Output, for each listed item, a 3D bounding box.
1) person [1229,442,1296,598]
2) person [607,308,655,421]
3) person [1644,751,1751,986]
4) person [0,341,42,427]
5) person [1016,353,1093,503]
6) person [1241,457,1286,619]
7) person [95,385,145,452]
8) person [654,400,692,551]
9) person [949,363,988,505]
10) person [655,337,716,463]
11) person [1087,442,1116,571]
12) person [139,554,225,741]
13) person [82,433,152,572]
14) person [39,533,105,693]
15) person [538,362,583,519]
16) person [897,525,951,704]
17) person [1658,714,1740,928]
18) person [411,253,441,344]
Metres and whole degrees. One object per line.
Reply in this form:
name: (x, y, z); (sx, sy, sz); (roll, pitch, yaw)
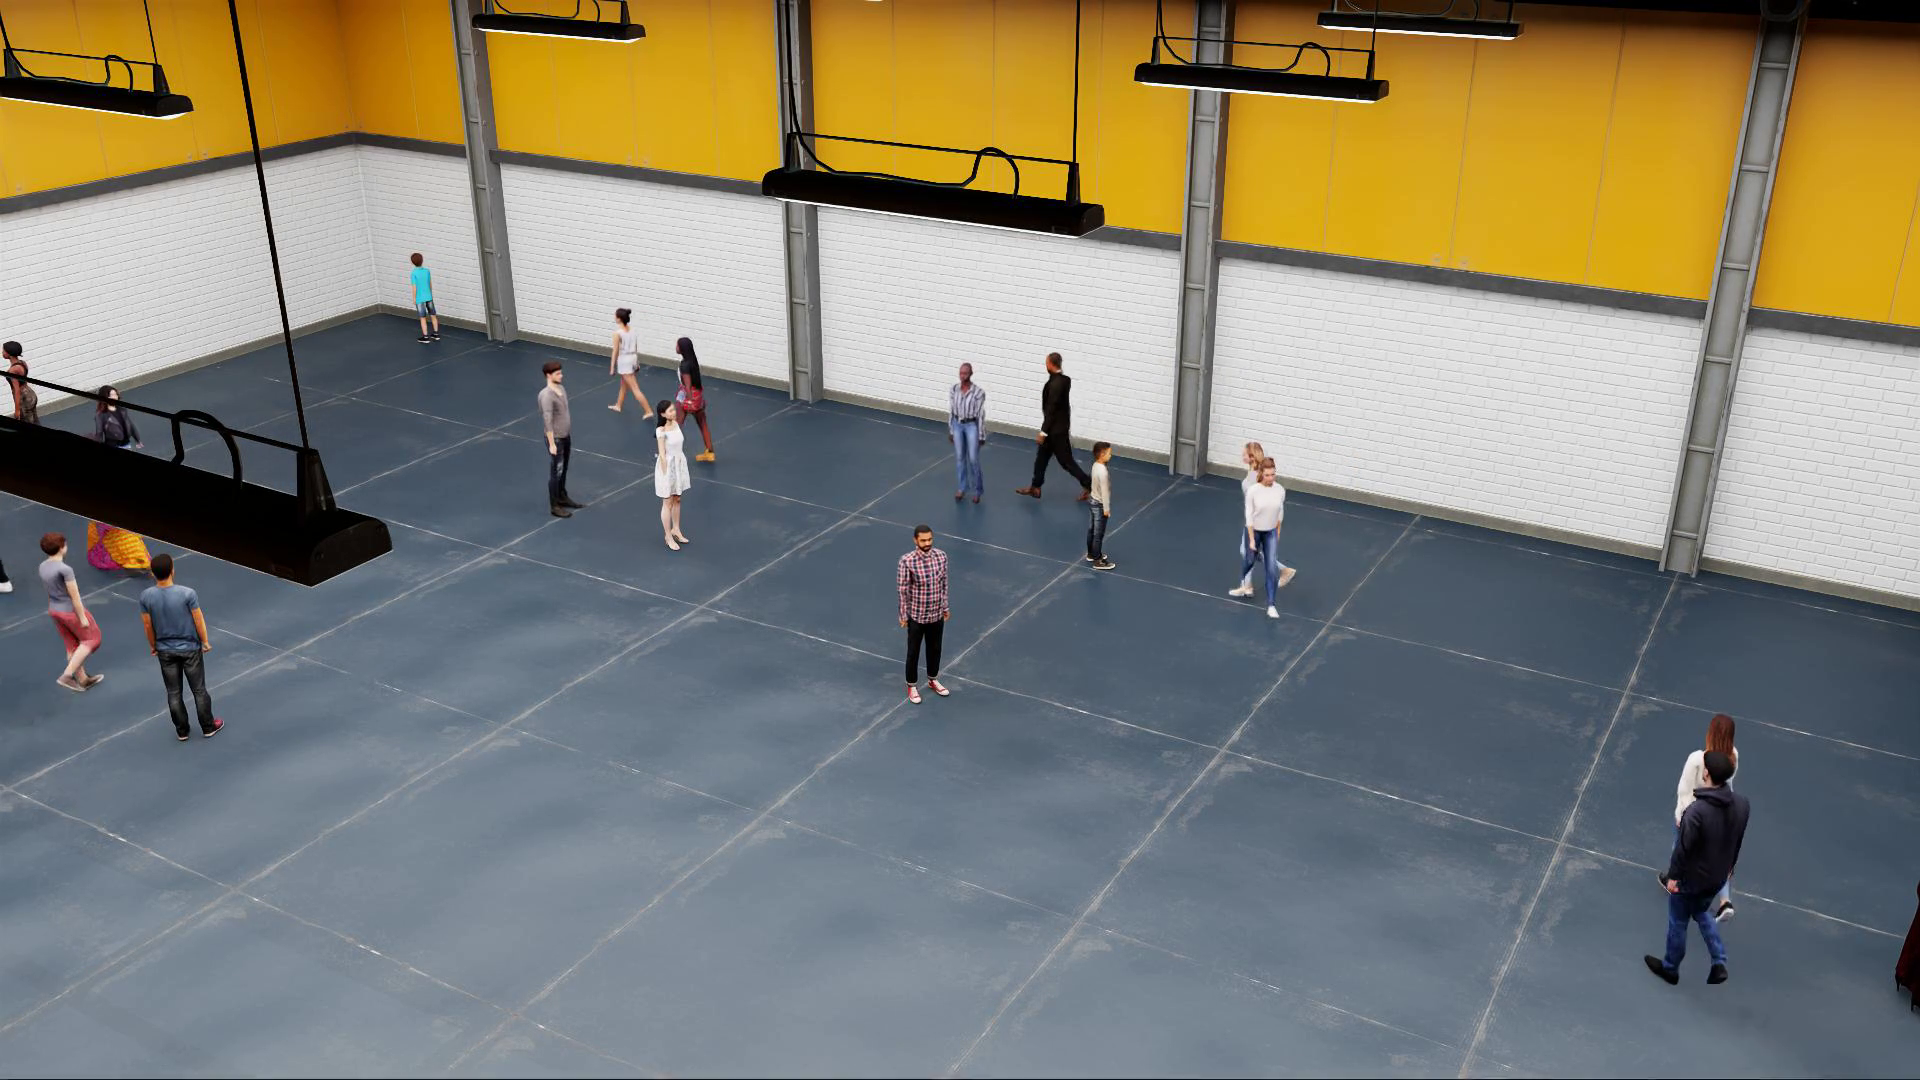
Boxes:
person: (3.257, -0.185, 17.810); (1.032, 1.768, 0.877); (2, 24, 4)
person: (-4.572, -2.422, 23.176); (1.092, 1.568, 0.580); (14, 27, 28)
person: (5.319, 2.396, 11.769); (0.980, 1.876, 1.044); (-9, 25, -20)
person: (-12.088, -1.764, 21.505); (0.711, 1.700, 0.663); (-4, 24, -9)
person: (1.279, -1.322, 20.295); (1.390, 1.860, 1.000); (4, 24, 8)
person: (3.163, -0.075, 17.673); (1.173, 1.675, 1.098); (-3, 24, -6)
person: (-10.217, -1.089, 20.064); (0.836, 1.618, 0.755); (7, 25, 15)
person: (-3.316, -0.760, 19.120); (0.673, 1.772, 0.680); (9, 25, 20)
person: (0.089, -1.328, 20.397); (0.469, 1.789, 0.700); (13, 27, 28)
person: (-3.399, -1.792, 21.578); (1.068, 1.693, 0.817); (4, 24, 10)
person: (1.560, -0.406, 18.691); (0.684, 1.466, 0.635); (-4, 24, -10)
person: (-7.108, 0.968, 15.119); (0.708, 1.809, 0.787); (-5, 24, -10)
person: (-9.401, -0.394, 18.435); (1.180, 1.649, 0.705); (15, 28, 31)
person: (-8.564, 0.742, 15.848); (0.694, 1.639, 0.671); (12, 26, 25)
person: (-4.857, -1.239, 20.052); (0.700, 1.903, 0.768); (4, 24, 8)
person: (-0.341, 0.671, 15.860); (0.785, 1.761, 0.791); (-13, 27, -26)
person: (5.695, 2.139, 12.623); (1.093, 1.664, 1.071); (-3, 24, -6)
person: (-8.612, -3.907, 26.724); (0.527, 1.448, 0.550); (18, 29, 35)
